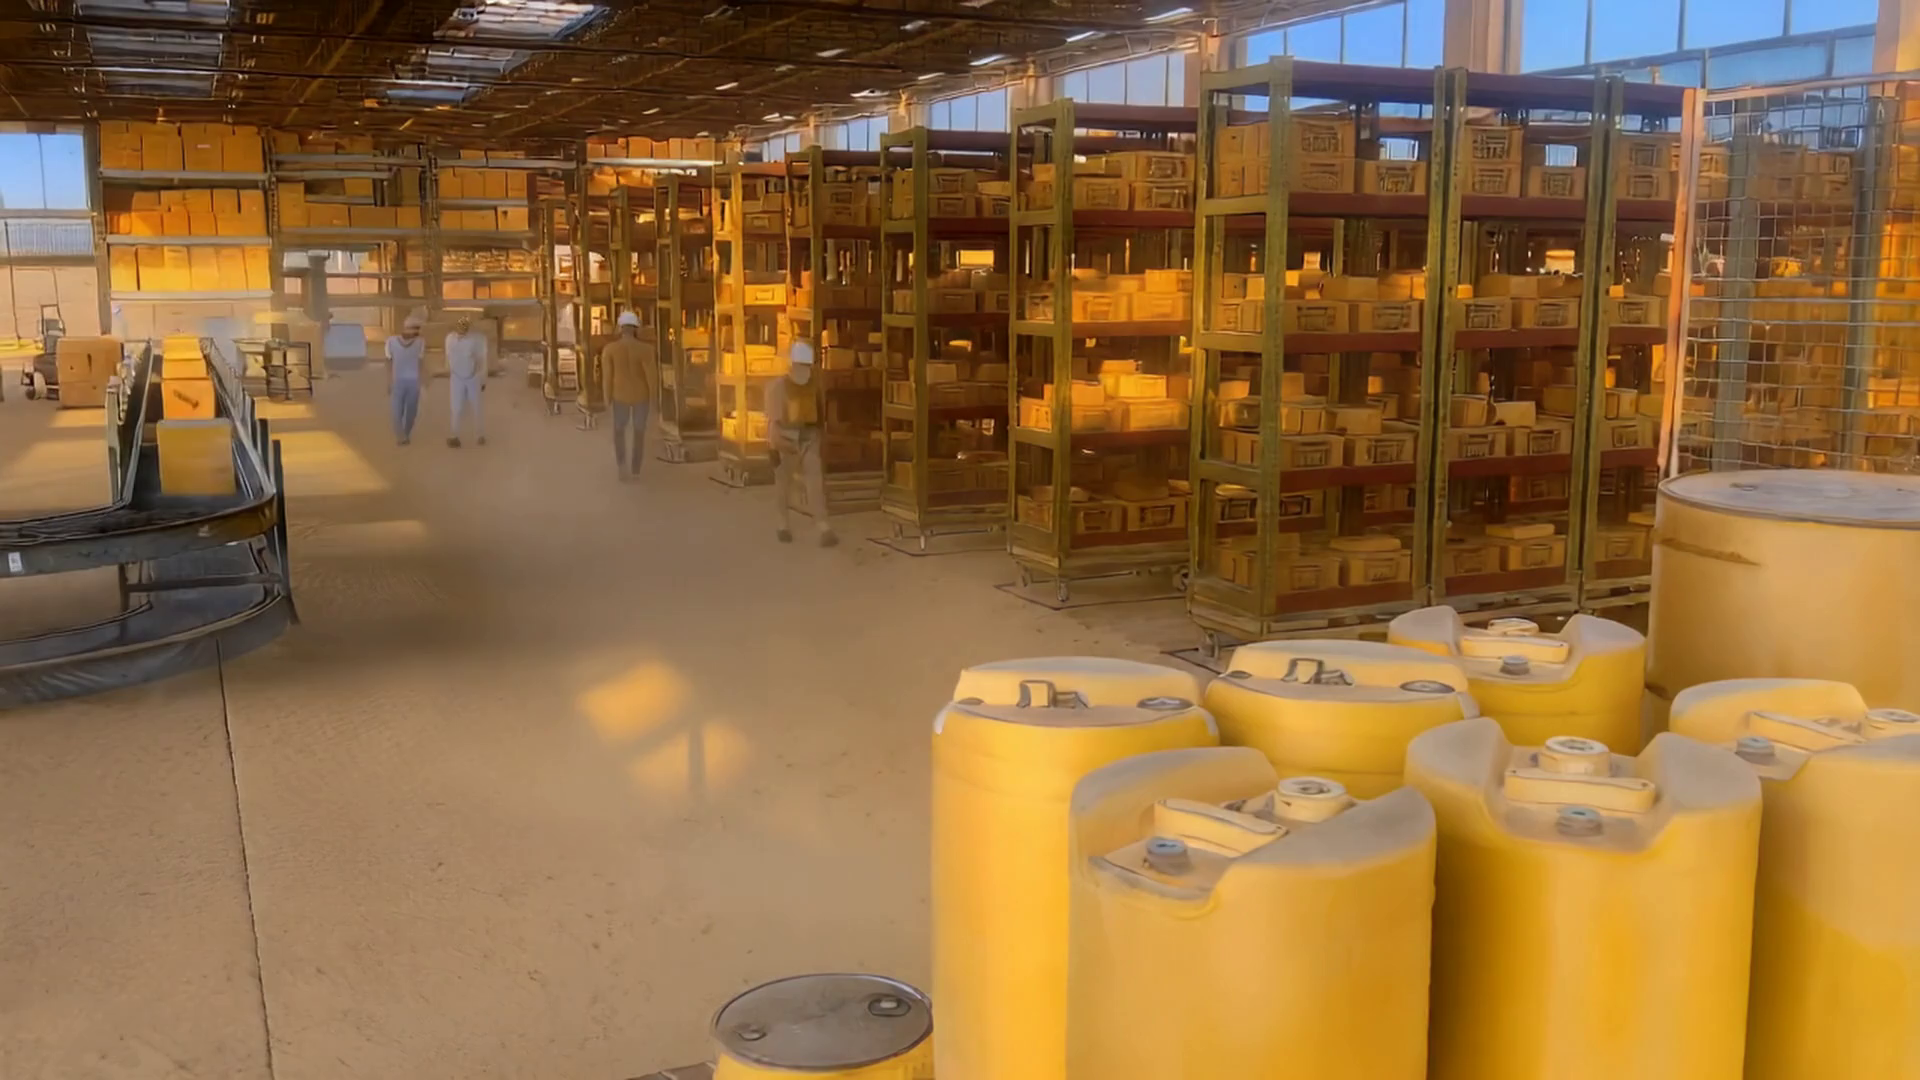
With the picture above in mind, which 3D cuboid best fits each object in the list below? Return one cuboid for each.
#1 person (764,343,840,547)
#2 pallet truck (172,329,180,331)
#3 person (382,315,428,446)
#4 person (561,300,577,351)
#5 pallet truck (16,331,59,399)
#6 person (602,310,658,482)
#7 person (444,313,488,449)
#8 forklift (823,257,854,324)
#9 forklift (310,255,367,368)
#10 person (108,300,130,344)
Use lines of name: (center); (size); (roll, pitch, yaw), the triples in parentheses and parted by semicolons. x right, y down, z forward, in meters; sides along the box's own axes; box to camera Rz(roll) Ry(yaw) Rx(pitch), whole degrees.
person: (-1.398, -0.819, 14.546); (0.596, 1.783, 0.926); (-5, 10, -28)
pallet truck: (-17.275, -3.851, 35.096); (1.601, 1.201, 0.680); (0, 9, 1)
person: (-7.783, -2.232, 23.251); (0.642, 1.812, 0.590); (-6, 11, -32)
person: (-9.452, -5.064, 40.433); (0.617, 1.940, 0.417); (4, 10, 25)
pallet truck: (-17.082, -3.353, 31.781); (1.630, 1.274, 0.653); (-4, 10, -25)
person: (-3.773, -1.645, 19.083); (0.621, 1.972, 0.449); (-2, 9, -11)
person: (-6.787, -2.185, 22.844); (0.657, 1.839, 1.044); (0, 9, 1)
forklift: (-3.688, -6.672, 47.483); (1.873, 2.768, 1.129); (-4, 10, -25)
forklift: (-15.740, -5.631, 41.024); (1.873, 2.768, 1.129); (-4, 10, -25)
person: (-18.365, -4.360, 36.507); (0.918, 1.799, 0.602); (-5, 11, -30)
